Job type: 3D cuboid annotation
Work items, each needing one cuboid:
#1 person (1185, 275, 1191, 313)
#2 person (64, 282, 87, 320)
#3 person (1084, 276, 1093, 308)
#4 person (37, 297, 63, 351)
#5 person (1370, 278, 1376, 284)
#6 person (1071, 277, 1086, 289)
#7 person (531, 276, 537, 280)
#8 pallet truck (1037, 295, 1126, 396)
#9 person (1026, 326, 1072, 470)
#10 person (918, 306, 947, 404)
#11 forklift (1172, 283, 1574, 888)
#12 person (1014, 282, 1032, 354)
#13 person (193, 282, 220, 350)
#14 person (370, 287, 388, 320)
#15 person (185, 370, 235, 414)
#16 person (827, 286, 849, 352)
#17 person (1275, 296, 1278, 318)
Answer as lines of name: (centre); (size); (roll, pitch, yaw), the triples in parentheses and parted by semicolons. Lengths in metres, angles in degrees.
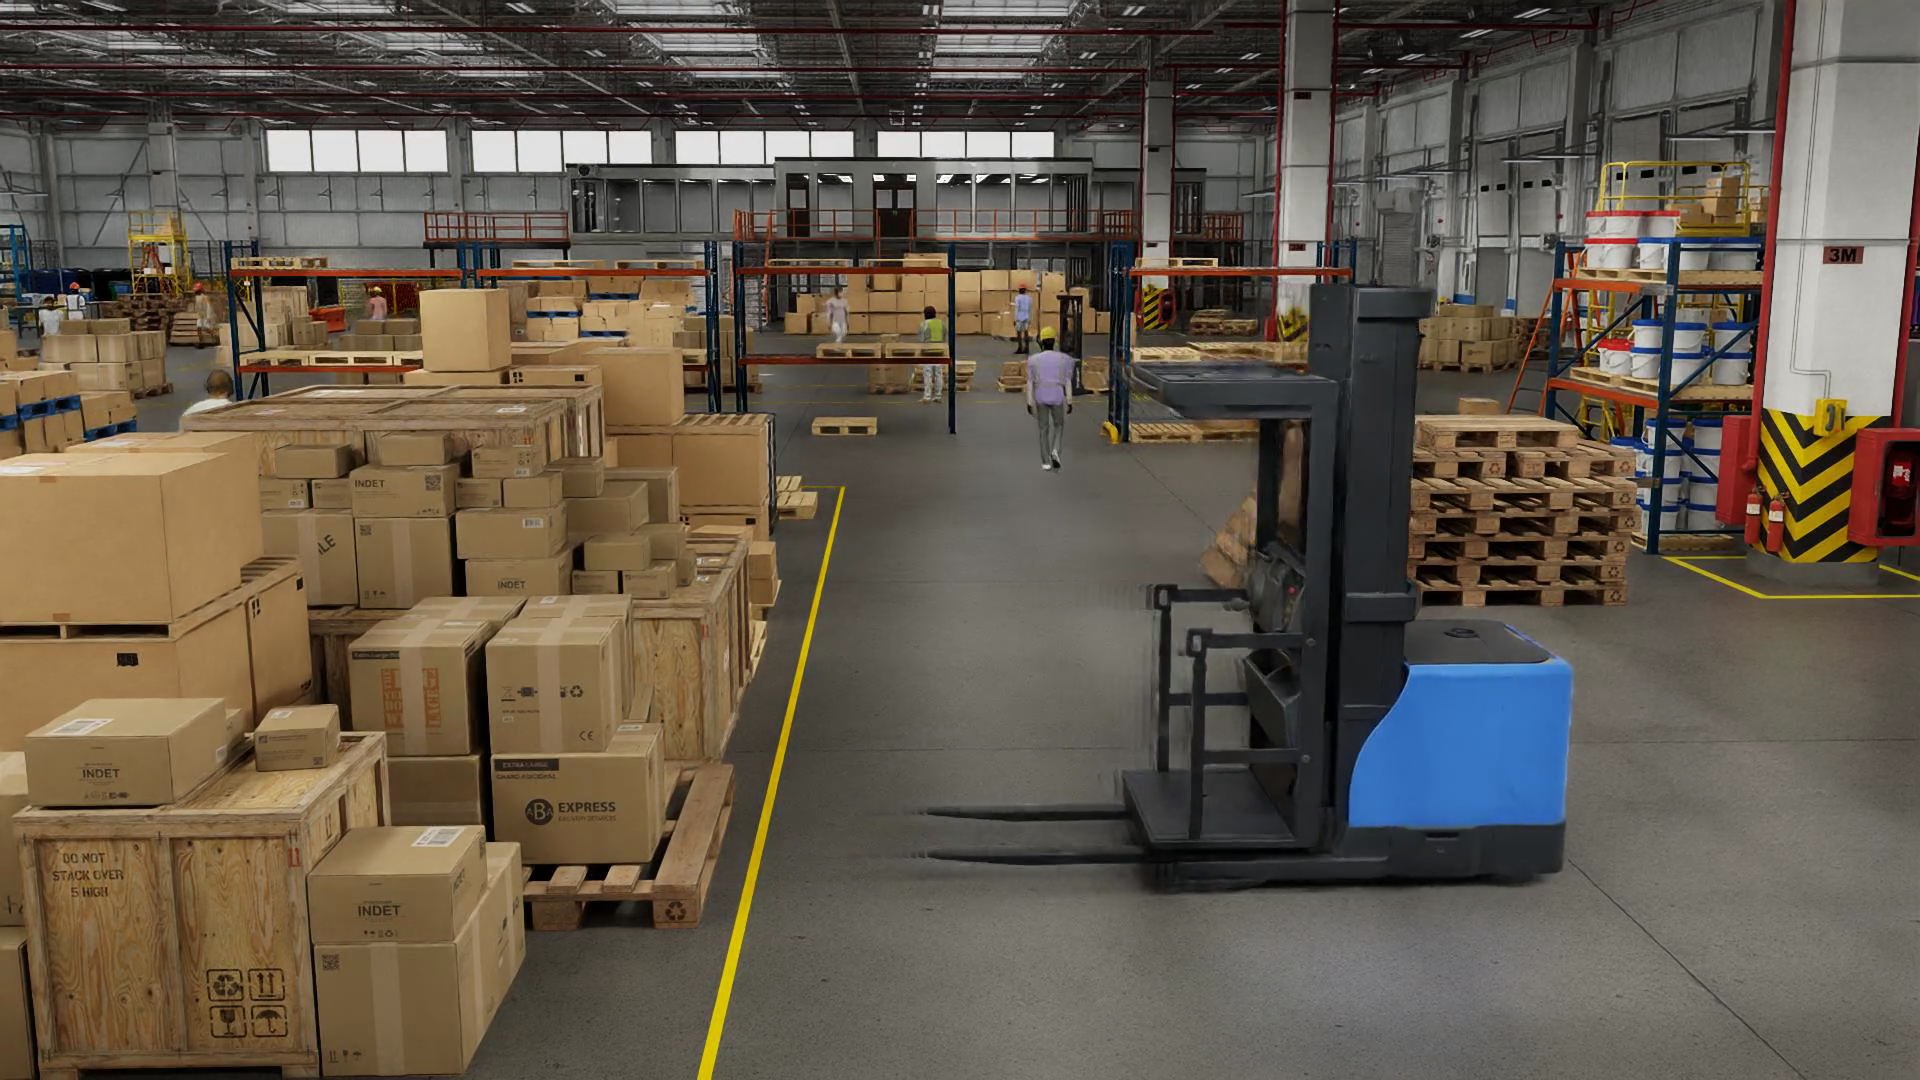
person: (9.707, -10.721, 71.170); (0.380, 1.996, 0.608); (2, 10, 9)
person: (-23.852, -5.981, 44.930); (0.551, 1.935, 0.375); (0, 10, 1)
person: (4.768, -8.960, 62.066); (0.303, 1.743, 0.494); (7, 12, 33)
person: (-19.797, -4.372, 36.267); (0.515, 1.836, 0.554); (-5, 11, -27)
person: (14.029, -7.997, 56.527); (0.626, 1.811, 0.861); (-6, 12, -32)
person: (3.954, -7.975, 56.308); (0.591, 1.855, 0.718); (6, 12, 32)
person: (-15.961, -9.092, 62.559); (0.532, 1.829, 0.404); (-6, 12, -31)
pallet truck: (2.483, -3.881, 33.060); (1.885, 1.965, 0.823); (-7, 13, -36)
person: (1.186, -1.882, 22.155); (0.623, 1.910, 0.454); (0, 10, 3)
person: (-0.553, -3.470, 31.217); (0.625, 1.841, 0.429); (-8, 13, -39)
forklift: (1.924, 0.162, 8.077); (1.873, 2.768, 1.129); (0, 10, -2)
person: (1.678, -6.005, 45.064); (0.551, 1.935, 0.372); (-7, 12, -34)
person: (-21.336, -6.342, 47.046); (0.581, 1.904, 0.719); (6, 12, 29)
person: (-16.811, -6.442, 48.119); (0.535, 1.714, 0.964); (0, 10, -1)
person: (-6.605, -0.592, 15.037); (0.651, 1.882, 1.041); (1, 10, 4)
person: (-3.129, -5.526, 42.458); (0.628, 1.923, 0.603); (-7, 13, -36)
person: (7.429, -4.804, 38.390); (0.360, 1.930, 0.587); (-7, 12, -34)
